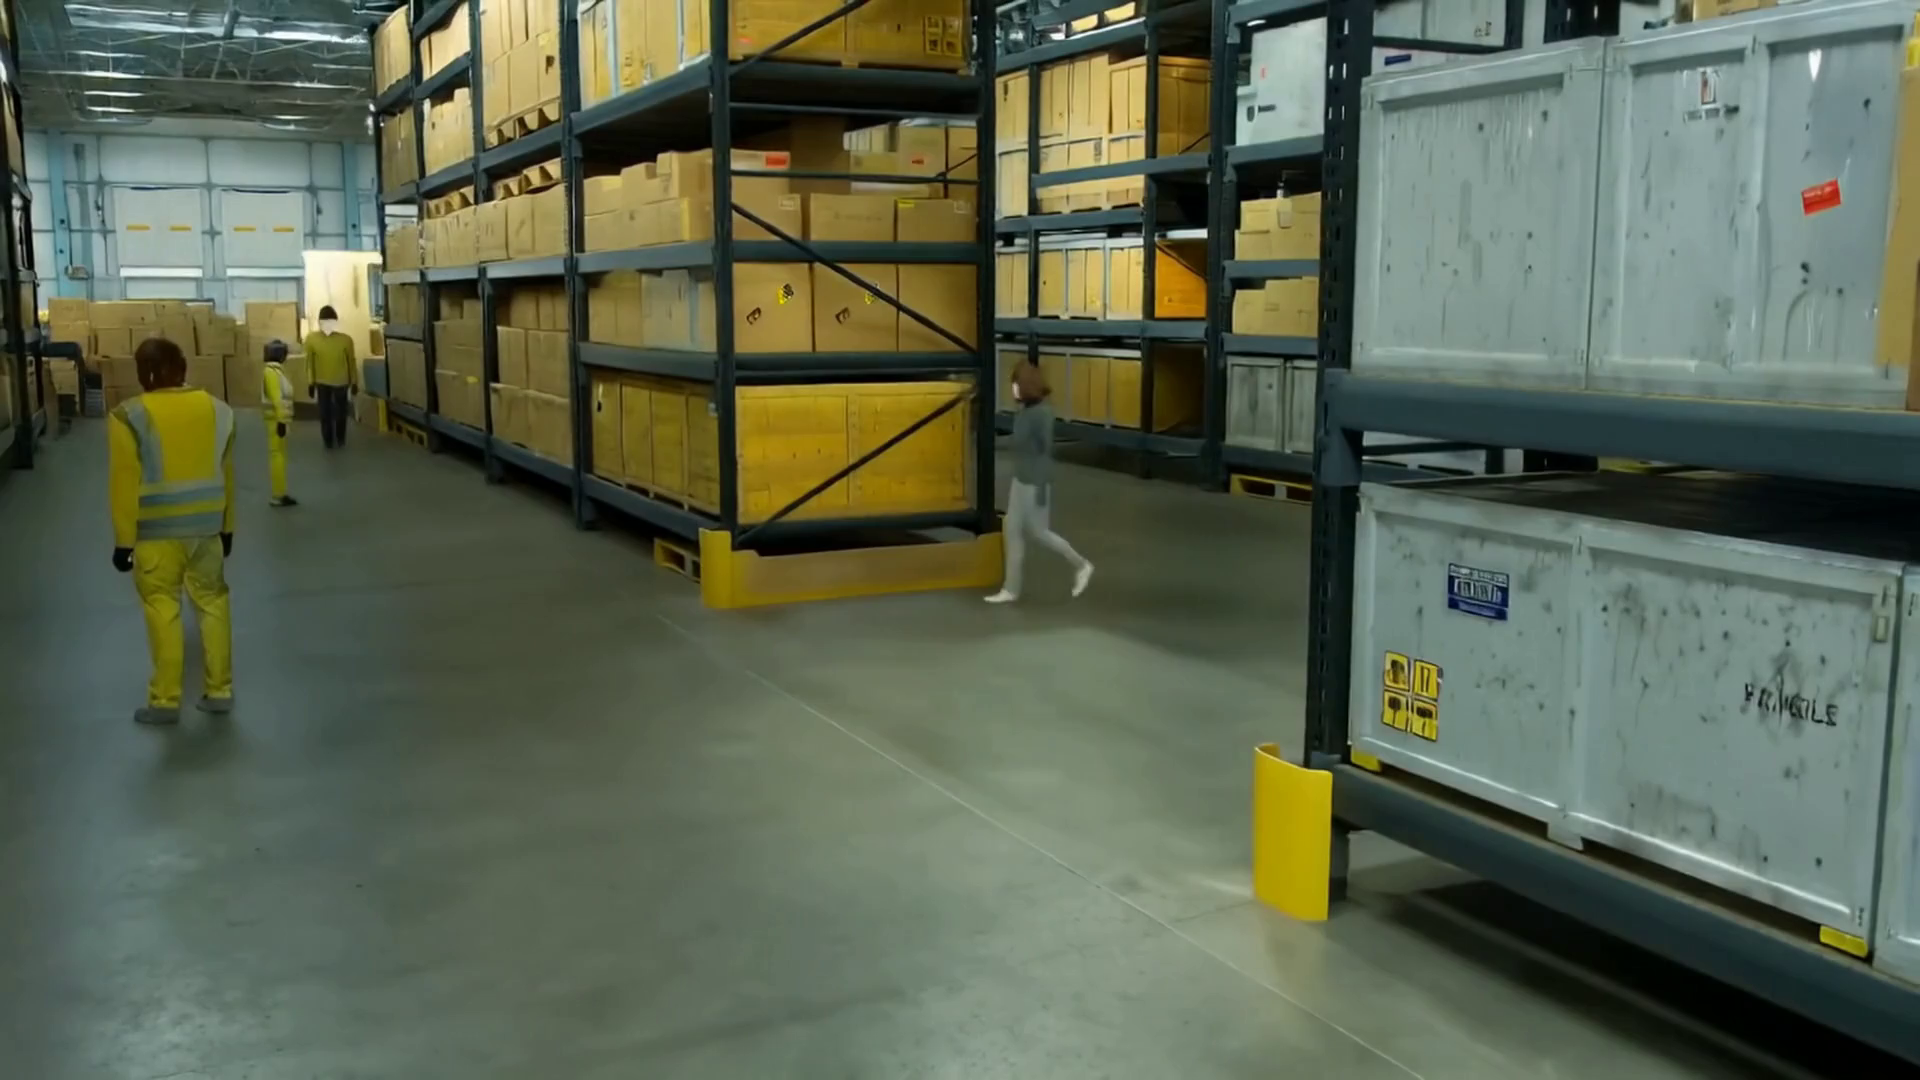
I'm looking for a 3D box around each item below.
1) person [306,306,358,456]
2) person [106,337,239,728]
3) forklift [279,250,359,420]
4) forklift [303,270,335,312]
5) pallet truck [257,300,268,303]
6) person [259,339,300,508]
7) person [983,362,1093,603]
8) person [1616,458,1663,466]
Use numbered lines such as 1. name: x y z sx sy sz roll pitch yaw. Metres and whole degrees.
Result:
1. person: -8.178 -2.078 21.689 0.619 1.940 1.056 -4 9 -23
2. person: -3.737 -0.036 7.900 0.429 1.844 0.627 5 10 33
3. forklift: -10.586 -3.463 27.966 1.129 2.768 1.873 5 10 33
4. forklift: -17.916 -6.195 46.810 1.129 2.768 1.873 -5 10 -33
5. pallet truck: -23.913 -7.404 58.171 1.885 1.965 0.823 -1 8 -9
6. person: -6.609 -1.124 16.105 0.308 1.639 0.510 -4 9 -25
7. person: 0.528 -0.381 11.074 0.696 1.608 0.508 -4 9 -23
8. person: 5.556 -0.844 13.421 1.029 1.875 0.602 -4 9 -25
